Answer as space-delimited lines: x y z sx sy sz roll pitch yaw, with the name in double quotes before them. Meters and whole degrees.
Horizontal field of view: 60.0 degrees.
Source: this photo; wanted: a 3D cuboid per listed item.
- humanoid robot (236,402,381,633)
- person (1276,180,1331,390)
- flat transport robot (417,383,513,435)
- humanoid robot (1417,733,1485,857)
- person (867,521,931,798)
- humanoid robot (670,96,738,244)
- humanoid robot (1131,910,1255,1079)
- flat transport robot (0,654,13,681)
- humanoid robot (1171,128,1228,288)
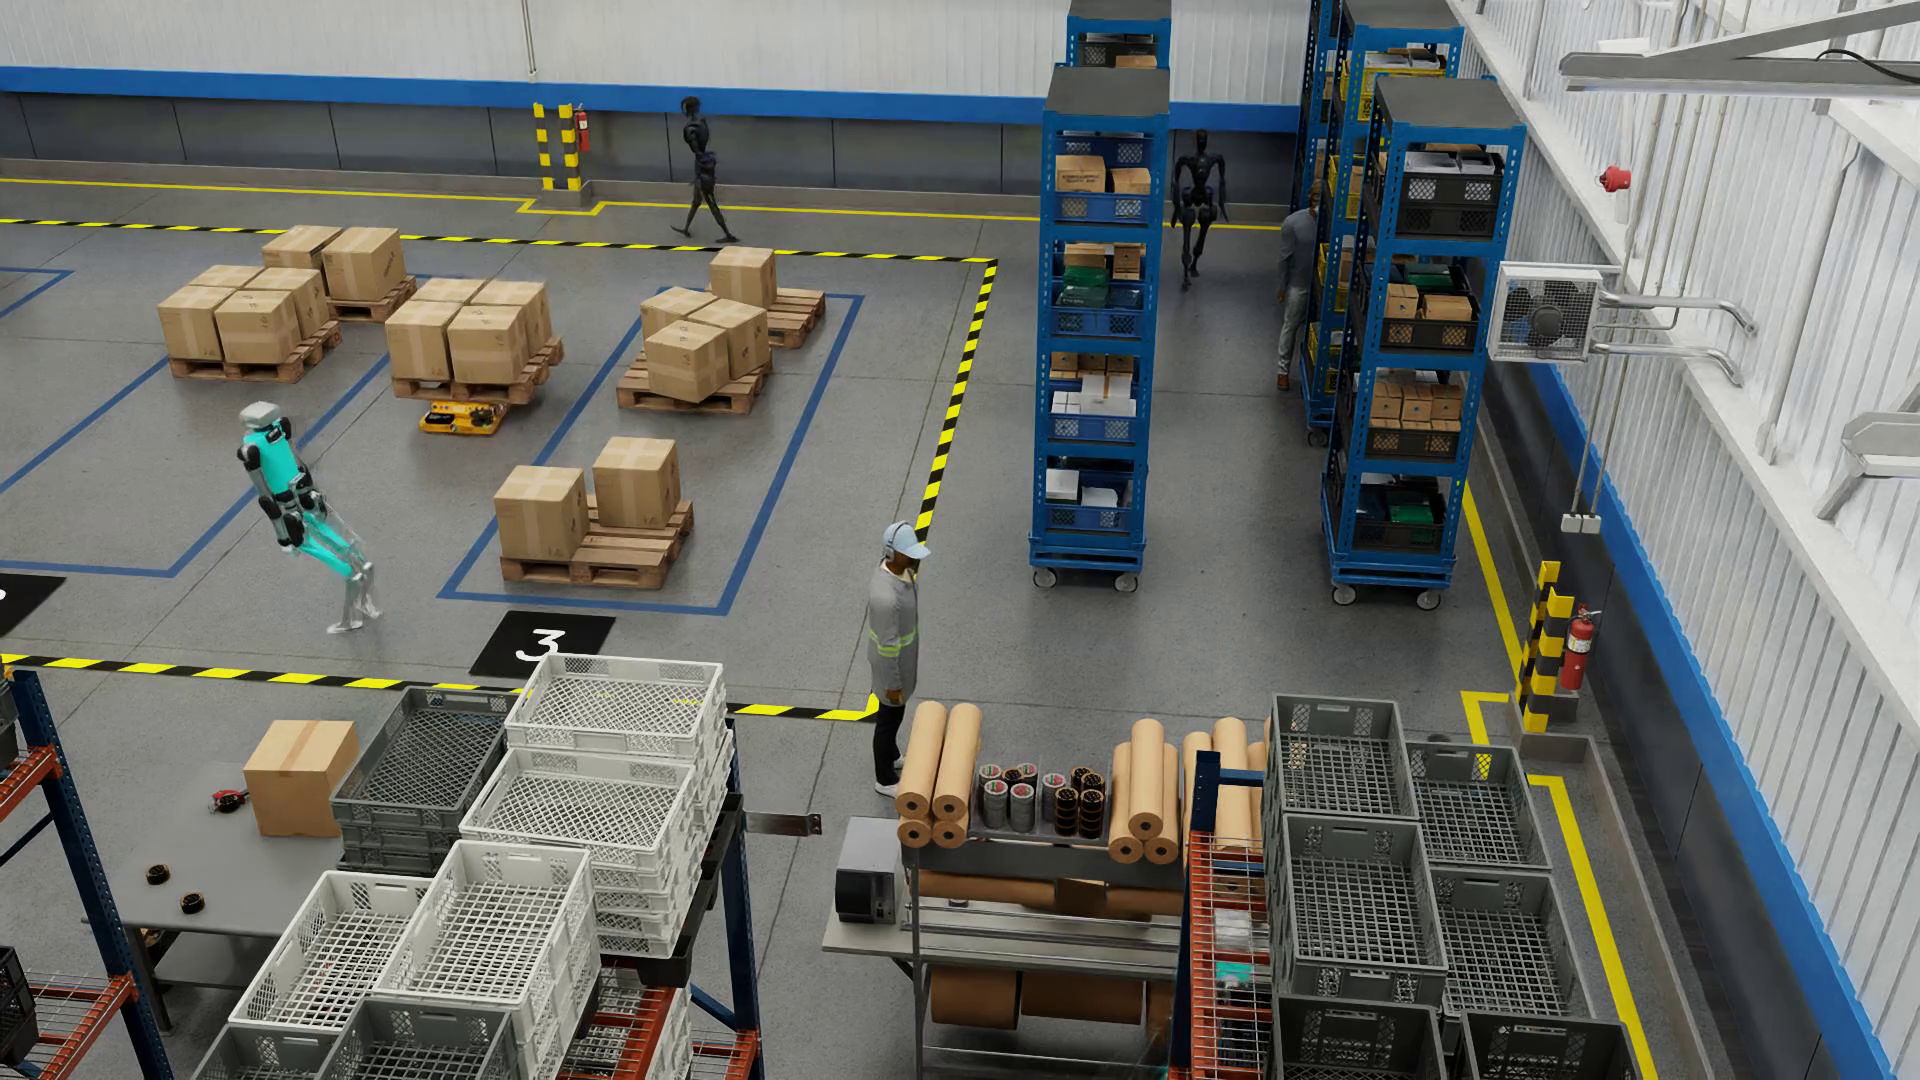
"humanoid robot" -4.365 -0.095 11.411 0.807 1.794 0.558 4 30 7
"person" 3.145 -2.281 14.932 0.629 1.940 0.372 -2 30 -3
"flat transport robot" -4.302 -1.361 14.983 0.652 0.197 1.431 3 30 6
"humanoid robot" 2.353 1.736 8.362 0.610 1.615 0.804 -1 30 -1
"person" -0.353 0.700 9.899 0.395 1.849 0.592 3 30 4
"humanoid robot" -2.875 -4.048 18.270 0.766 1.624 0.614 -1 30 -2
"humanoid robot" 0.865 2.347 7.292 0.717 1.895 0.543 2 30 3
"flat transport robot" -7.142 0.969 11.010 1.431 0.231 0.659 3 30 6
"humanoid robot" 2.495 -3.432 17.201 0.593 1.631 0.741 -3 30 -4
